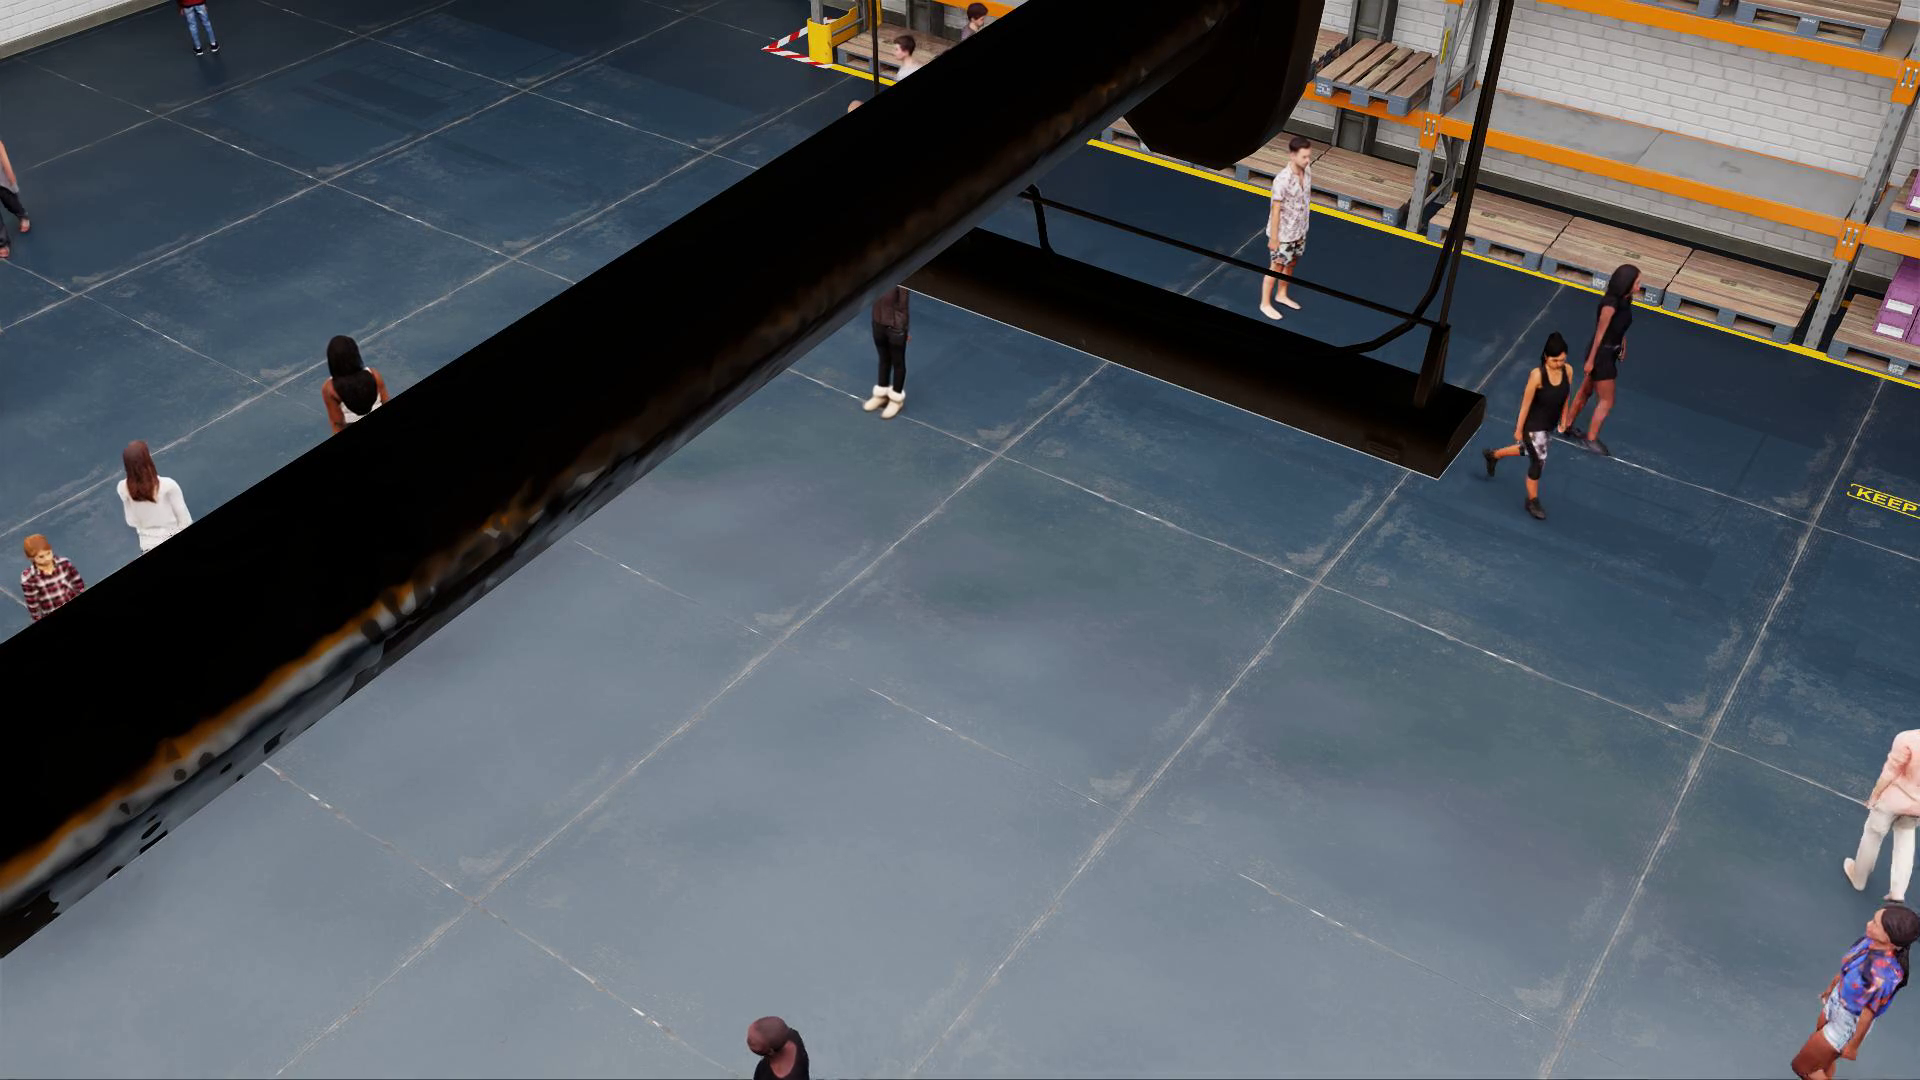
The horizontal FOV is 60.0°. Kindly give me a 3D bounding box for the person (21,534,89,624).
[{"bbox_3d":[-6.415,0.465,11.812,0.529,1.296,0.546,27,46,29],"label":"person"}]

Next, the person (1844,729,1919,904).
[{"bbox_3d":[5.766,1.607,10.049,0.825,1.711,0.854,4,39,5],"label":"person"}]

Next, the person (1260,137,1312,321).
[{"bbox_3d":[3.085,-2.976,15.708,0.619,1.811,0.704,31,48,33],"label":"person"}]

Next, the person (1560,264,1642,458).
[{"bbox_3d":[5.319,-1.555,13.998,0.750,1.725,0.649,27,46,30],"label":"person"}]

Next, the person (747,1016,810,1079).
[{"bbox_3d":[-0.790,2.931,8.367,0.869,1.741,0.797,0,39,0],"label":"person"}]

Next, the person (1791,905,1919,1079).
[{"bbox_3d":[4.790,2.578,8.819,0.689,1.729,0.661,12,40,14],"label":"person"}]

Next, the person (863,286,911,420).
[{"bbox_3d":[-0.609,-1.873,14.446,0.538,1.663,0.604,3,39,4],"label":"person"}]

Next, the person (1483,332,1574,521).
[{"bbox_3d":[4.588,-0.986,13.346,0.846,1.648,1.073,-22,43,-25],"label":"person"}]

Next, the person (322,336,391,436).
[{"bbox_3d":[-4.609,-0.791,12.975,0.732,1.808,0.746,-19,42,-22],"label":"person"}]

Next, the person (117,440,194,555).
[{"bbox_3d":[-5.745,0.050,12.032,0.951,1.670,1.001,-5,39,-6],"label":"person"}]

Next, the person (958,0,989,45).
[{"bbox_3d":[0.020,-5.041,18.296,1.105,1.808,0.980,2,39,2],"label":"person"}]

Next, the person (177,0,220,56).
[{"bbox_3d":[-9.627,-6.736,20.860,0.577,1.256,0.601,-19,42,-22],"label":"person"}]

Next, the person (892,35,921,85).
[{"bbox_3d":[-0.495,-4.420,17.491,0.808,1.842,0.778,1,39,1],"label":"person"}]

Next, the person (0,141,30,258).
[{"bbox_3d":[-9.823,-3.728,16.831,0.975,1.585,1.090,-12,40,-14],"label":"person"}]
